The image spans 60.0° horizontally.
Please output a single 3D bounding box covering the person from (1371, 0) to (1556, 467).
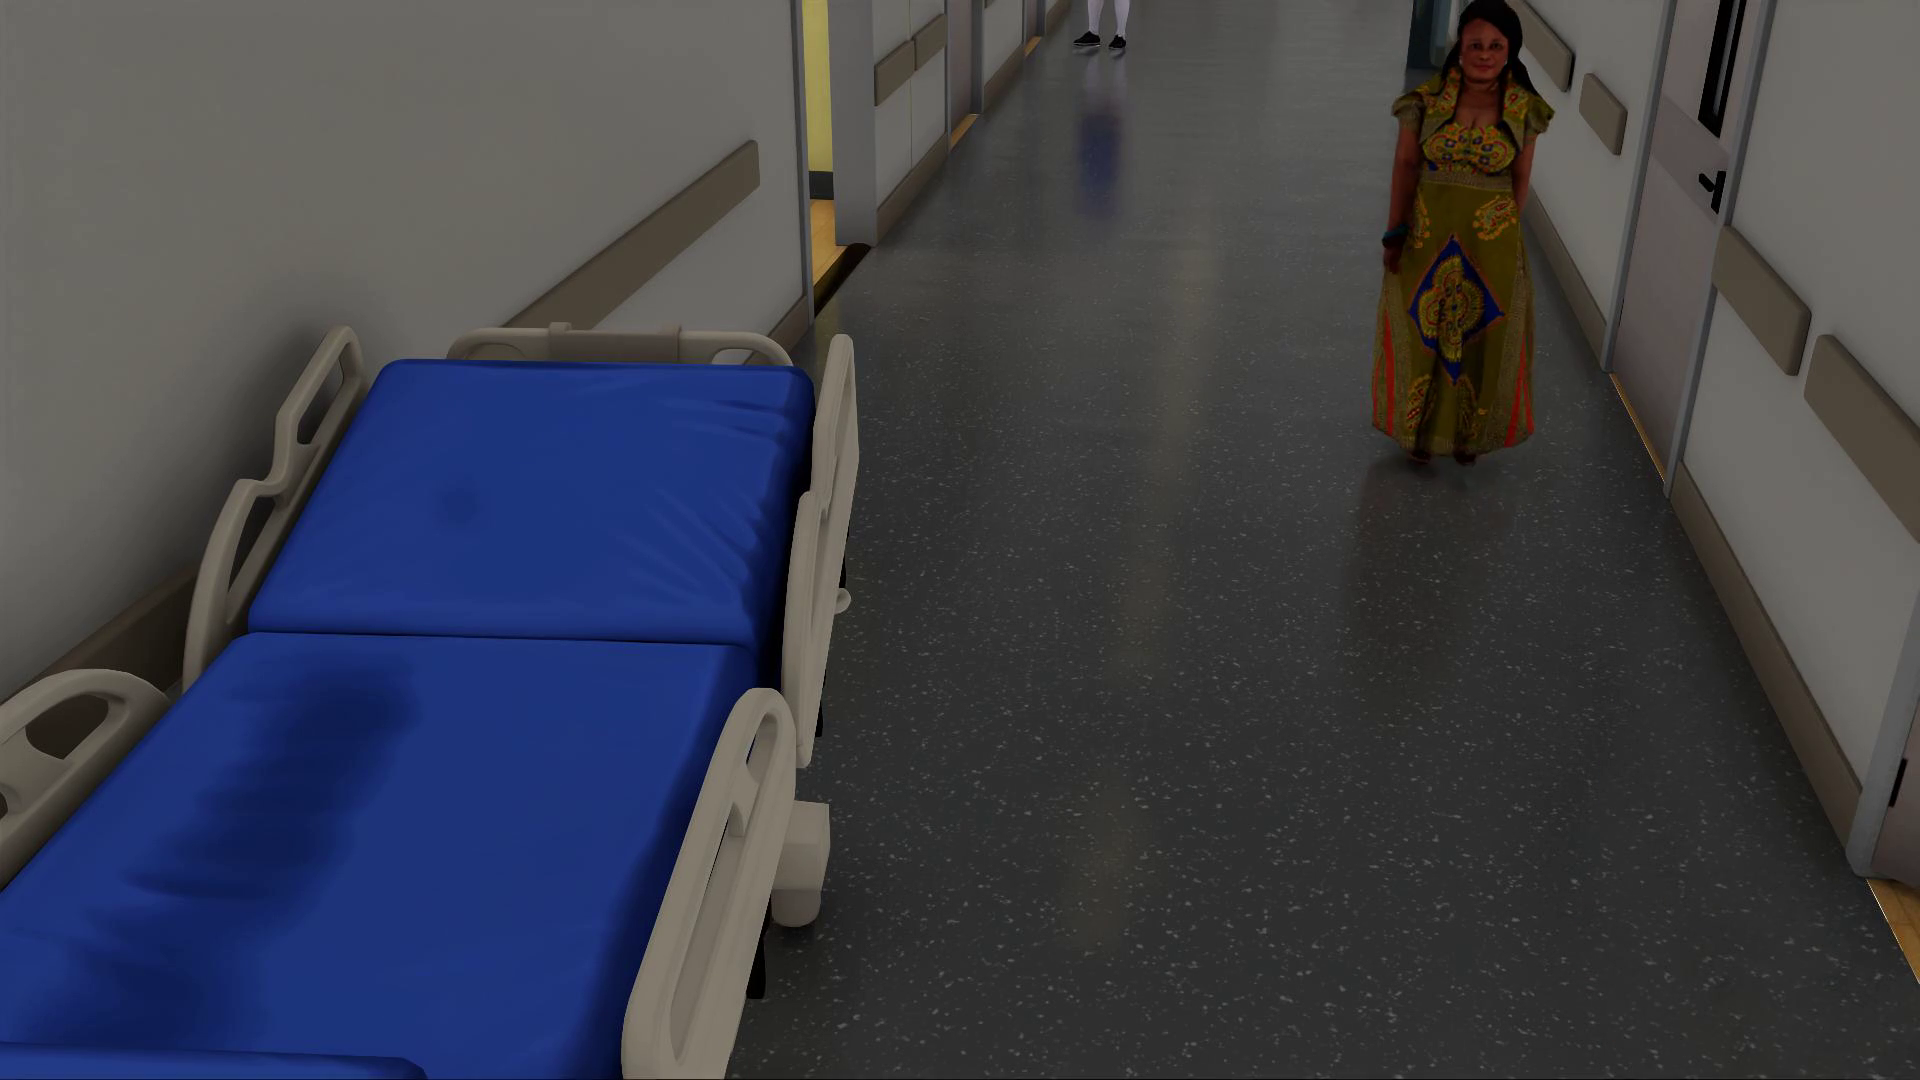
[{"bbox_3d":[1.740,-1.071,5.887,0.674,1.646,0.856,6,26,12],"label":"person"}]

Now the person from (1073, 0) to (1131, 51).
[{"bbox_3d":[1.256,-5.096,14.012,0.655,1.838,0.806,17,30,31],"label":"person"}]
